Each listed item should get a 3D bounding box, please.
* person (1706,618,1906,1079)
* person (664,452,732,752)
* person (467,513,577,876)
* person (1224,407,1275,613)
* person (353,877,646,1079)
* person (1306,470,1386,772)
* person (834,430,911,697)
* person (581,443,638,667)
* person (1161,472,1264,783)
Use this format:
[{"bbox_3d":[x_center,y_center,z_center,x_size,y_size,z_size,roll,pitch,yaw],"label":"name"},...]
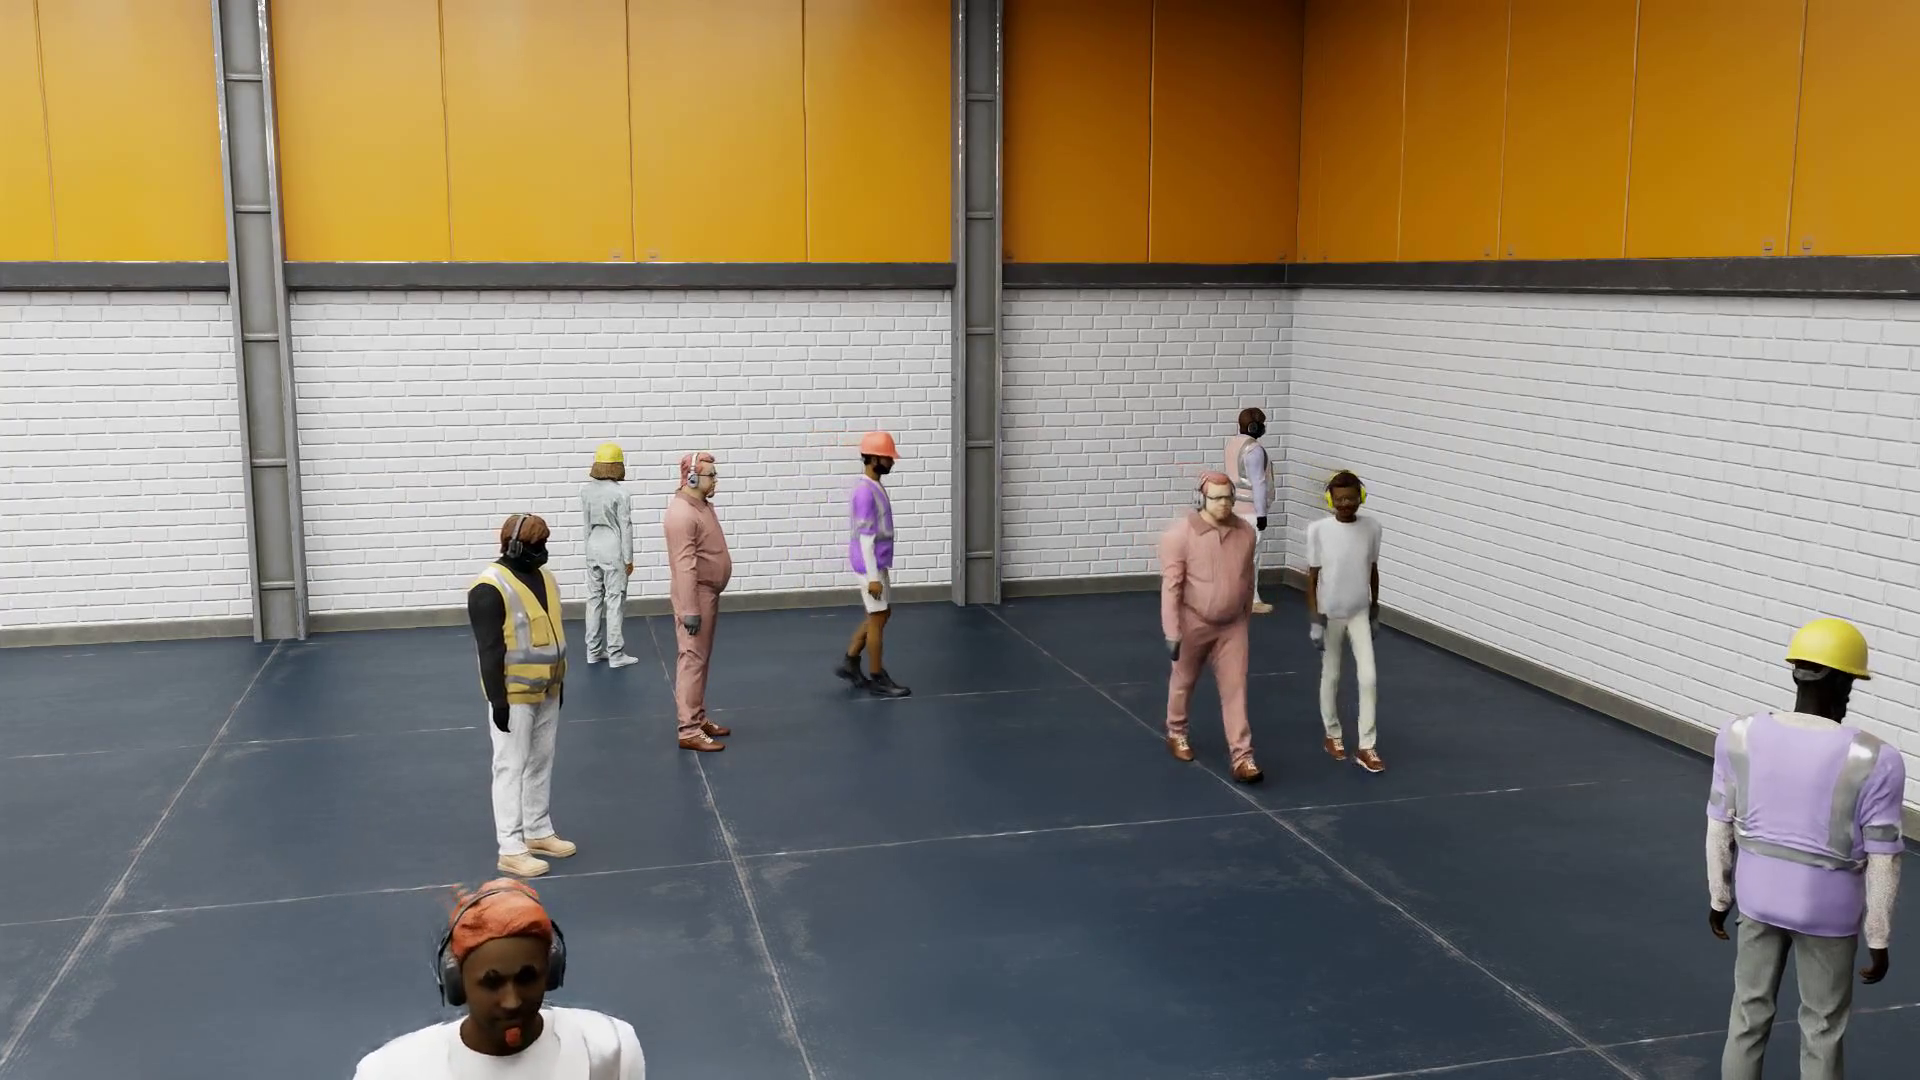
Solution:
[{"bbox_3d":[2.777,1.207,5.499,0.395,1.914,0.590,-9,13,-43],"label":"person"},{"bbox_3d":[-1.662,0.385,10.659,0.408,1.905,0.654,0,9,-1],"label":"person"},{"bbox_3d":[-2.214,0.772,8.494,0.428,1.832,0.626,3,10,20],"label":"person"},{"bbox_3d":[2.605,-0.271,14.958,0.429,1.844,0.626,-3,9,-16],"label":"person"},{"bbox_3d":[-0.876,1.581,3.287,0.602,1.872,0.412,-5,10,-27],"label":"person"},{"bbox_3d":[2.388,0.496,10.172,0.508,1.836,0.783,-1,9,-6],"label":"person"},{"bbox_3d":[-0.627,0.166,11.956,0.496,1.932,0.552,1,9,6],"label":"person"},{"bbox_3d":[-2.713,0.113,12.896,0.480,1.733,0.333,5,10,30],"label":"person"},{"bbox_3d":[1.513,0.512,10.043,0.659,1.851,1.054,-3,9,-16],"label":"person"}]
